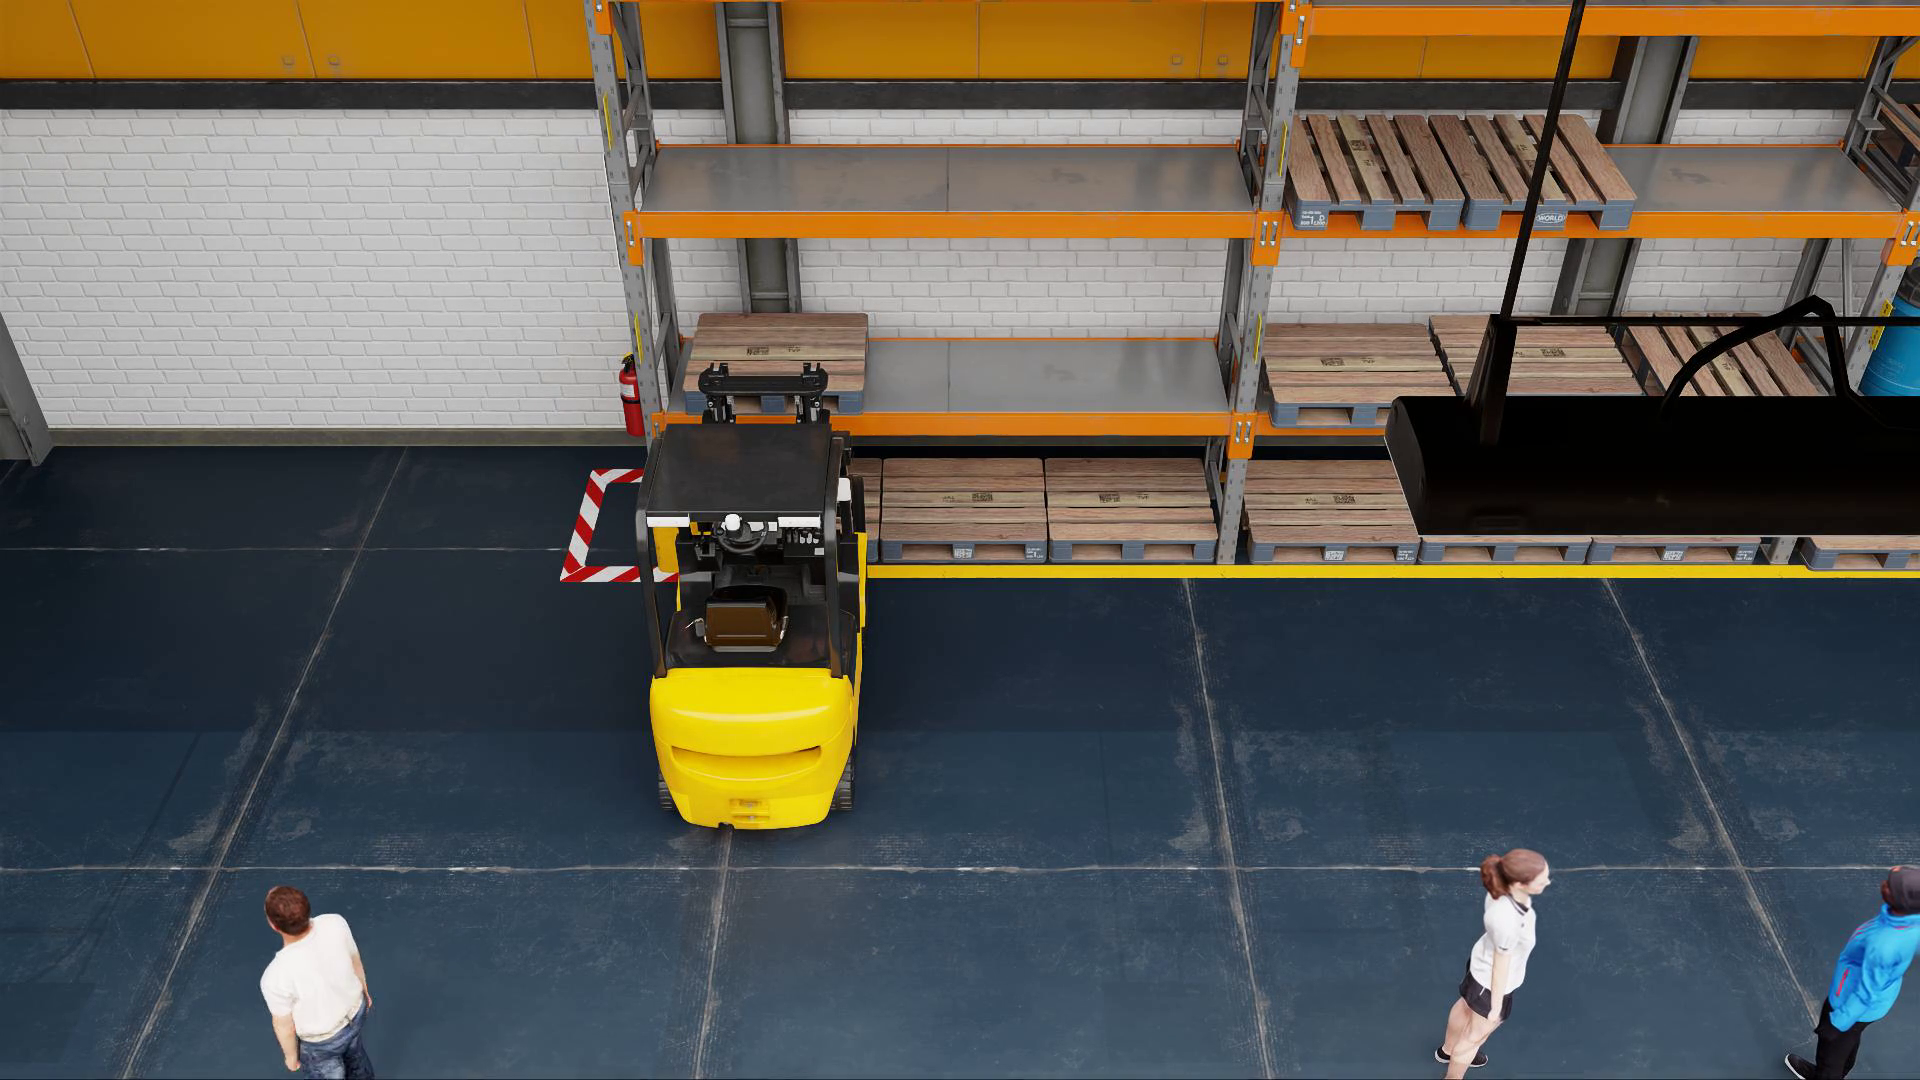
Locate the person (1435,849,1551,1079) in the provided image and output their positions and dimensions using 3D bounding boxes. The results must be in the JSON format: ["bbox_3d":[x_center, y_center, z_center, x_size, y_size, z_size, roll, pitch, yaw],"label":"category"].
[{"bbox_3d":[2.606,2.130,8.166,0.618,1.752,0.612,8,39,10],"label":"person"}]

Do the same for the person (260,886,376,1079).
[{"bbox_3d":[-2.899,2.334,7.840,1.119,1.840,0.933,17,42,20],"label":"person"}]

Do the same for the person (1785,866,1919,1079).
[{"bbox_3d":[4.345,2.215,8.026,0.733,1.793,0.679,30,47,32],"label":"person"}]
